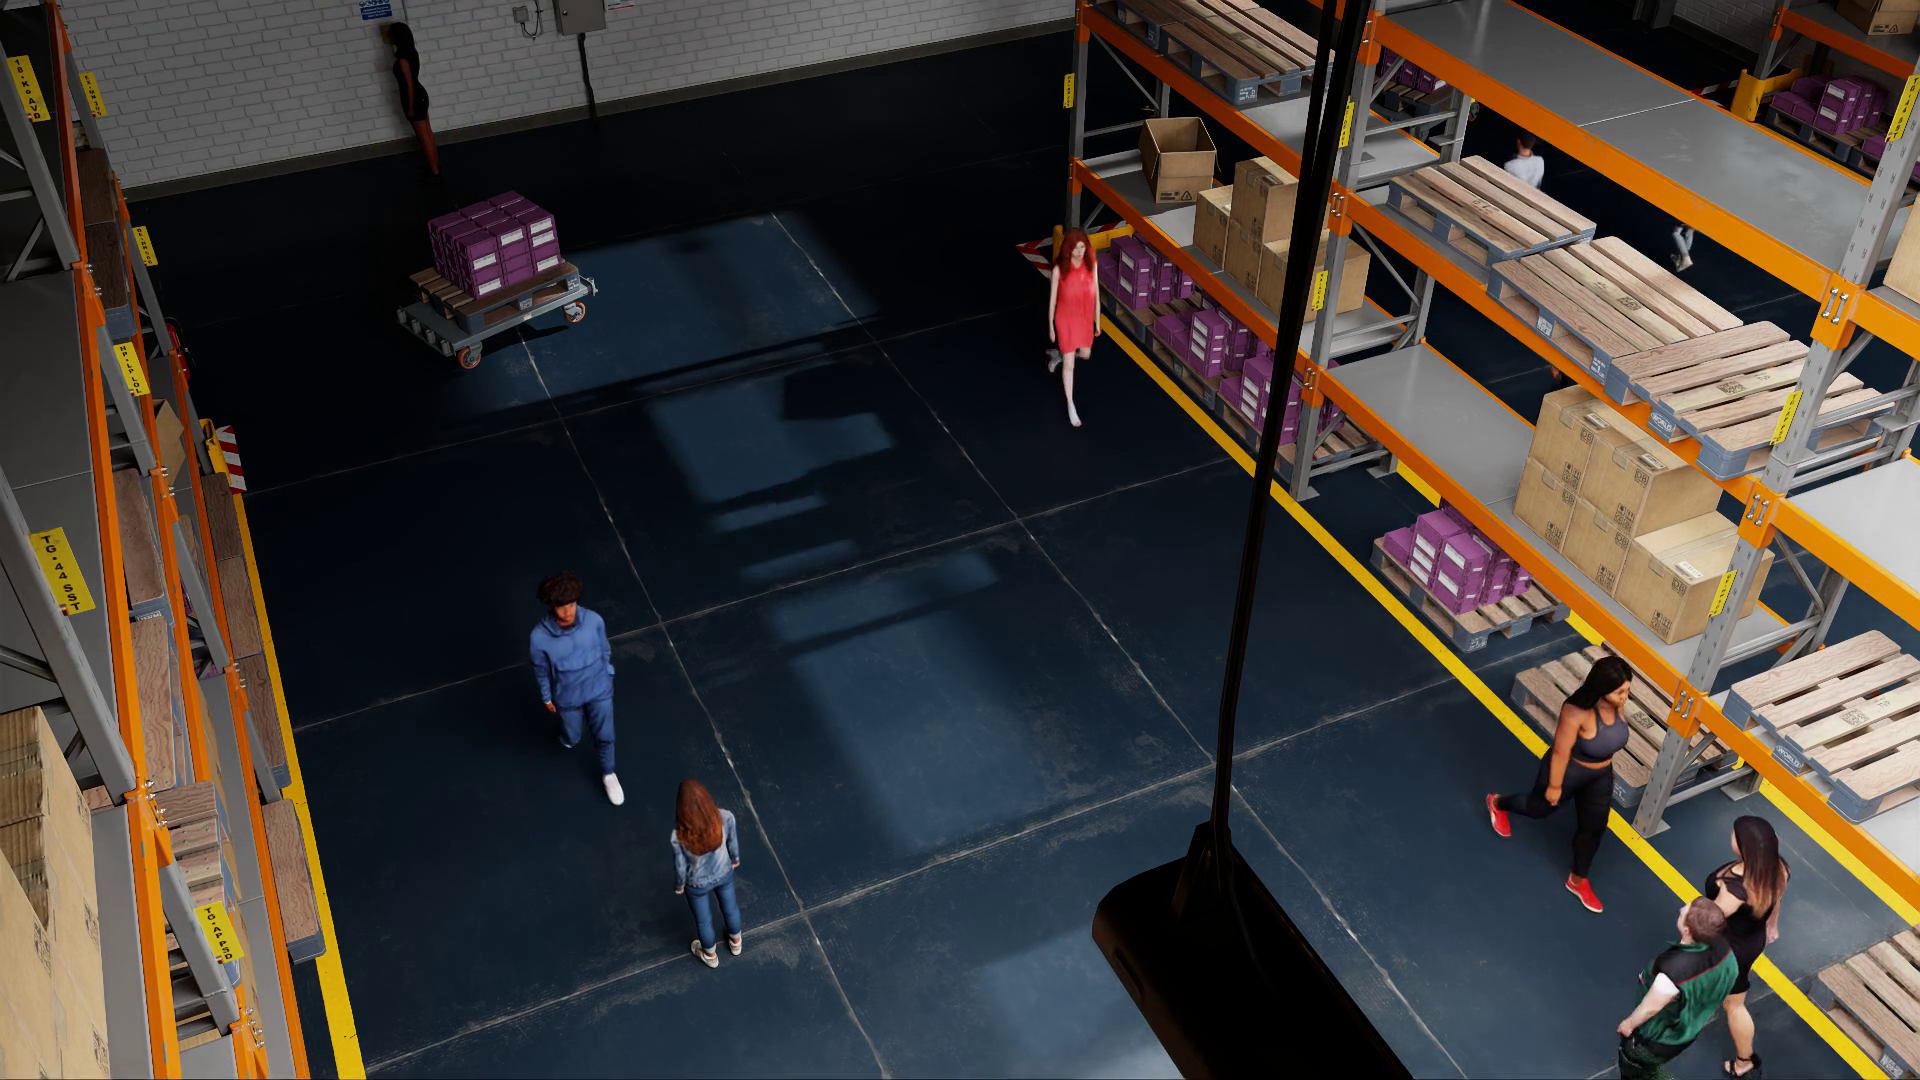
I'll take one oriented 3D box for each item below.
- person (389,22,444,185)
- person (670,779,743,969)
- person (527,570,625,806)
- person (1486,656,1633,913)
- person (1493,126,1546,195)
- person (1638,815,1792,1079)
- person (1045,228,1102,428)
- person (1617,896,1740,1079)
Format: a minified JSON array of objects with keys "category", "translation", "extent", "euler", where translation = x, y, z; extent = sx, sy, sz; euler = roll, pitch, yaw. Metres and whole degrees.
[{"category":"person","translation":[-5.806,-4.661,17.724],"extent":[0.706,1.740,0.528],"euler":[-7,39,-8]},{"category":"person","translation":[-1.465,1.938,9.672],"extent":[0.581,1.478,0.521],"euler":[-20,43,-23]},{"category":"person","translation":[-2.487,0.890,10.733],"extent":[0.684,1.790,0.961],"euler":[-18,42,-21]},{"category":"person","translation":[3.682,1.366,10.146],"extent":[0.678,1.779,1.194],"euler":[-17,42,-20]},{"category":"person","translation":[5.180,-2.948,15.504],"extent":[0.640,1.834,0.675],"euler":[-14,41,-17]},{"category":"person","translation":[4.286,2.271,9.106],"extent":[0.845,1.663,1.129],"euler":[-26,45,-29]},{"category":"person","translation":[0.943,-1.874,14.181],"extent":[0.628,1.808,1.004],"euler":[-13,40,-16]},{"category":"person","translation":[3.706,2.553,8.620],"extent":[0.694,1.829,0.767],"euler":[-22,43,-25]}]
